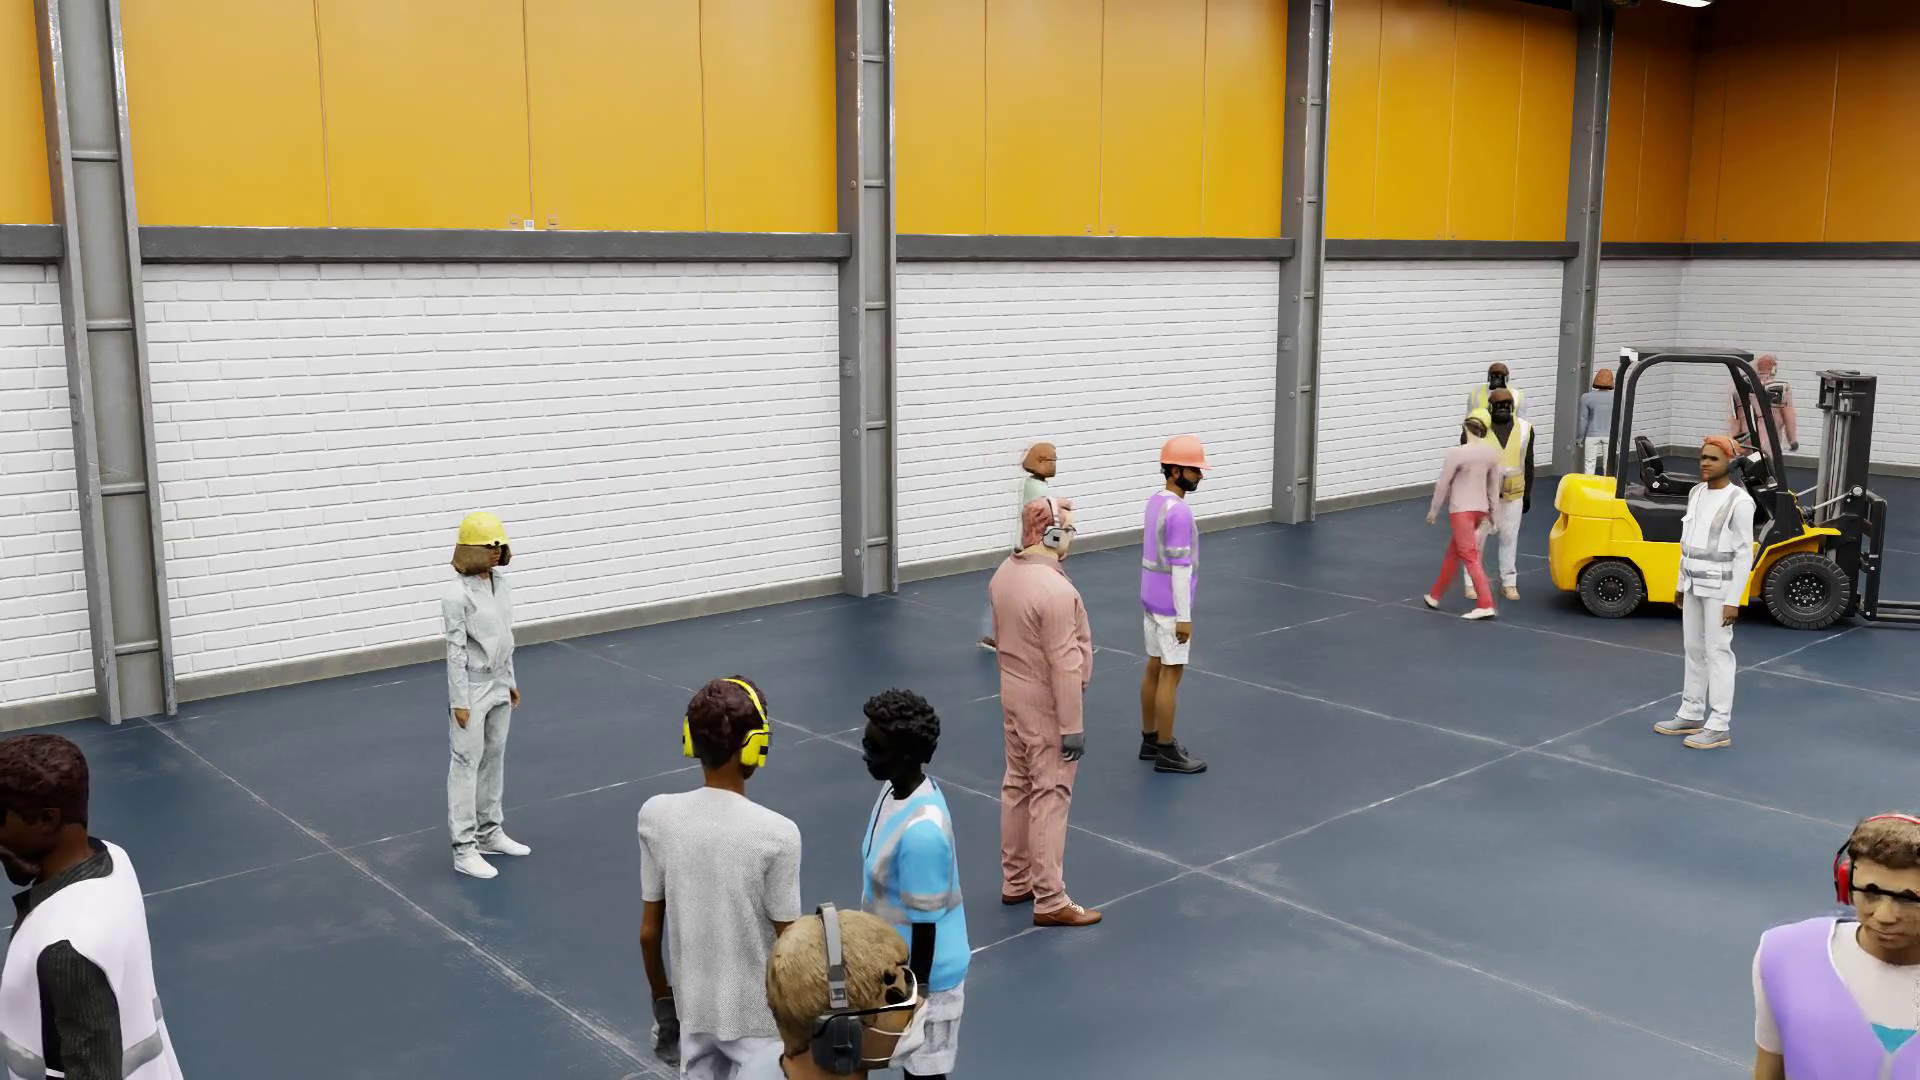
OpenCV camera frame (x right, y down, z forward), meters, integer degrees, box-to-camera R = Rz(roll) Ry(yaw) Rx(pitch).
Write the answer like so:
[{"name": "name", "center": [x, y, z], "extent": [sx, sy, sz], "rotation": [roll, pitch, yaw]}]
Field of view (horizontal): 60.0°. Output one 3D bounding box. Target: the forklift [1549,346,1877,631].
[{"name": "forklift", "center": [6.109, -0.478, 13.691], "extent": [2.313, 2.155, 1.214], "rotation": [3, 10, 16]}]

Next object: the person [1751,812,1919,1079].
[{"name": "person", "center": [1.952, 1.455, 3.519], "extent": [0.594, 1.790, 0.967], "rotation": [6, 11, 32]}]

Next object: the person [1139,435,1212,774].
[{"name": "person", "center": [1.227, 0.361, 9.538], "extent": [0.376, 1.934, 0.547], "rotation": [-2, 10, -10]}]

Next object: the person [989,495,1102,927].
[{"name": "person", "center": [0.383, 0.747, 7.365], "extent": [0.410, 1.906, 0.642], "rotation": [-4, 11, -24]}]

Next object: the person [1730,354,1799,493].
[{"name": "person", "center": [8.949, -1.143, 18.590], "extent": [0.996, 1.862, 0.639], "rotation": [-6, 11, -31]}]

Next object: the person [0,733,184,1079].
[{"name": "person", "center": [-1.963, 1.357, 3.767], "extent": [0.392, 1.915, 0.590], "rotation": [-5, 11, -26]}]

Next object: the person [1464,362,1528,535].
[{"name": "person", "center": [5.659, -0.975, 17.647], "extent": [0.648, 1.832, 0.435], "rotation": [5, 11, 28]}]

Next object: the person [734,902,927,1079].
[{"name": "person", "center": [-0.208, 1.523, 2.721], "extent": [0.370, 1.940, 0.627], "rotation": [-3, 10, -18]}]

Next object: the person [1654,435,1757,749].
[{"name": "person", "center": [4.502, 0.305, 10.011], "extent": [0.347, 1.884, 0.584], "rotation": [-2, 10, -9]}]

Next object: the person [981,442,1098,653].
[{"name": "person", "center": [0.565, 0.066, 12.256], "extent": [0.846, 1.594, 0.499], "rotation": [-2, 10, -11]}]

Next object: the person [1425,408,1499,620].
[{"name": "person", "center": [4.148, -0.219, 13.626], "extent": [0.551, 1.708, 0.781], "rotation": [-6, 12, -32]}]

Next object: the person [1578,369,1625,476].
[{"name": "person", "center": [7.505, -1.188, 19.485], "extent": [0.505, 1.633, 0.279], "rotation": [3, 10, 17]}]

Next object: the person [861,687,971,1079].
[{"name": "person", "center": [-0.137, 1.265, 4.968], "extent": [0.321, 1.693, 0.538], "rotation": [-1, 10, -8]}]

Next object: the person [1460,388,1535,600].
[{"name": "person", "center": [4.593, -0.389, 14.247], "extent": [0.622, 1.835, 0.430], "rotation": [0, 10, 2]}]

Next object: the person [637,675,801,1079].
[{"name": "person", "center": [-0.595, 1.274, 4.400], "extent": [0.511, 1.865, 0.329], "rotation": [4, 10, 22]}]

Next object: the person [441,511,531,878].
[{"name": "person", "center": [-2.267, 0.722, 7.979], "extent": [0.314, 1.744, 0.487], "rotation": [3, 10, 17]}]
